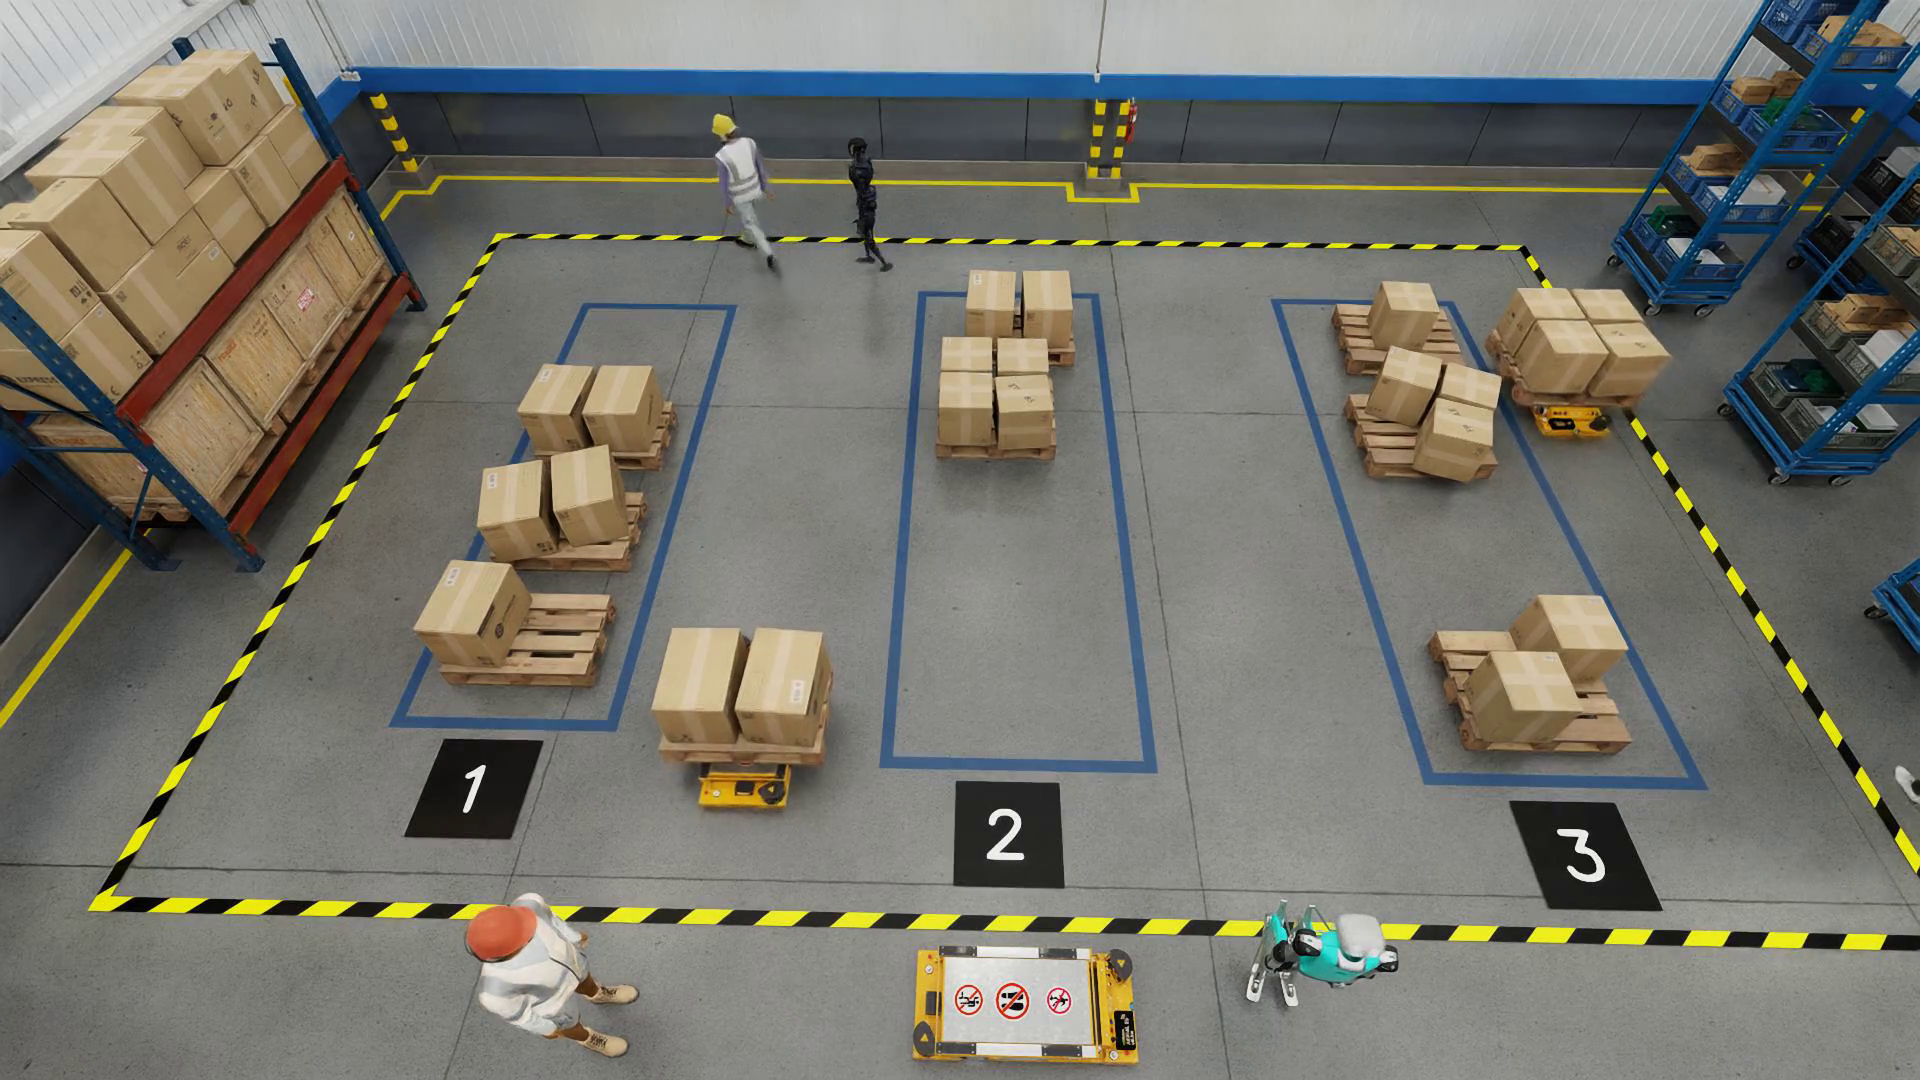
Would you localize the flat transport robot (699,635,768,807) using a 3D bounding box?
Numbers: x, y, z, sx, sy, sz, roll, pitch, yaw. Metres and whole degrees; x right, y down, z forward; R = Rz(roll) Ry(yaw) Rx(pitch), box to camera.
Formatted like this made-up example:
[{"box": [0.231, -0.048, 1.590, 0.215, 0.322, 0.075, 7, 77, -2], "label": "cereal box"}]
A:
[{"box": [-1.628, 1.414, 7.315, 0.652, 0.197, 1.431, 1, 51, 1], "label": "flat transport robot"}]

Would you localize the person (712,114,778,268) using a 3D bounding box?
[{"box": [-2.524, -4.122, 10.868, 0.838, 1.789, 0.628, 29, 56, 22], "label": "person"}]

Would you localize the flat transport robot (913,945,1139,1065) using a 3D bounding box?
[{"box": [0.422, 3.041, 6.007, 1.431, 0.231, 0.659, 1, 51, 1], "label": "flat transport robot"}]

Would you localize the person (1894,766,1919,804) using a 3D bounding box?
[{"box": [7.336, 1.351, 6.368, 0.613, 1.839, 0.415, 9, 51, 7], "label": "person"}]

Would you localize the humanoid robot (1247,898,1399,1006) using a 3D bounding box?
[{"box": [2.111, 2.378, 5.511, 0.533, 1.681, 0.735, 9, 51, 7], "label": "humanoid robot"}]

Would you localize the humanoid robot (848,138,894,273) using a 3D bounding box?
[{"box": [-1.043, -3.910, 10.801, 0.513, 1.682, 0.607, -2, 51, -1], "label": "humanoid robot"}]

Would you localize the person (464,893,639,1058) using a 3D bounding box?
[{"box": [-2.322, 2.525, 5.281, 0.365, 2.048, 0.606, 1, 51, 0], "label": "person"}]

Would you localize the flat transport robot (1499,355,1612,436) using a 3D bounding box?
[{"box": [6.356, -1.682, 9.839, 0.652, 0.197, 1.431, 1, 51, 1], "label": "flat transport robot"}]
